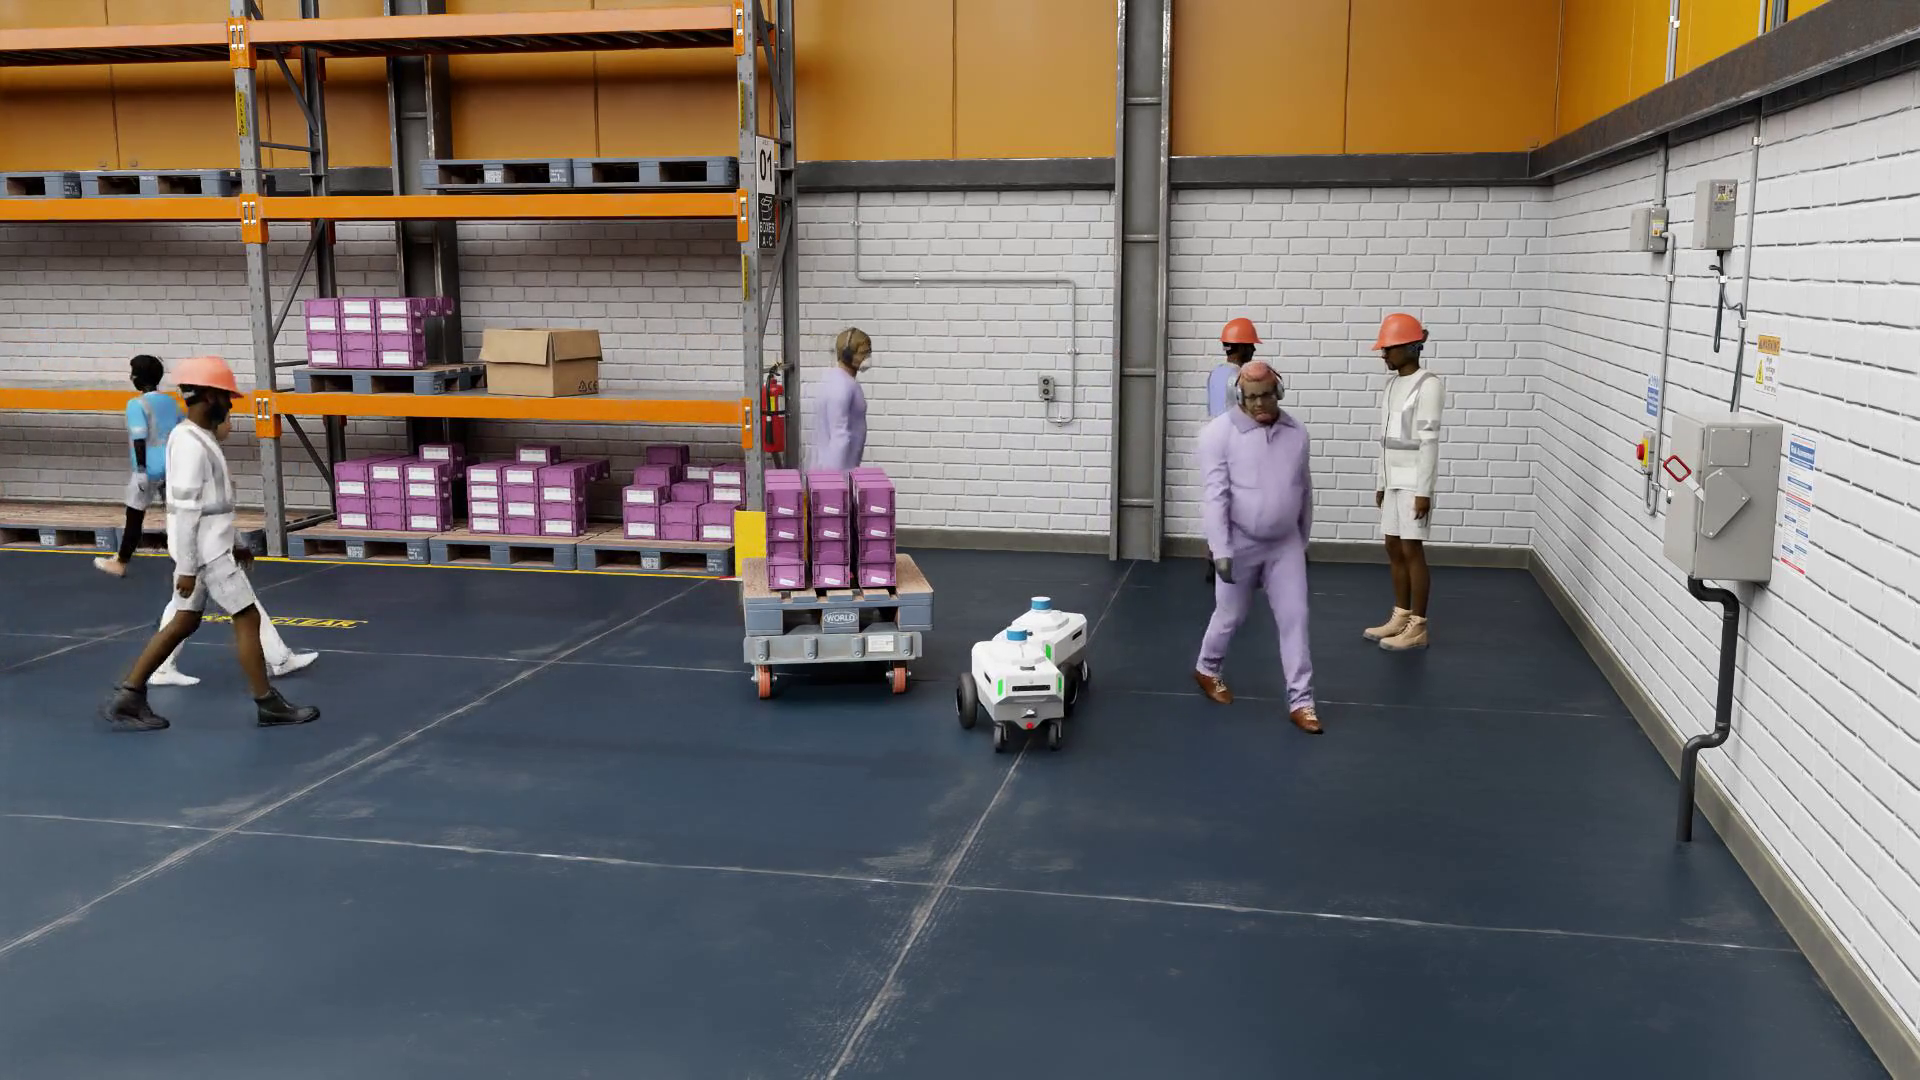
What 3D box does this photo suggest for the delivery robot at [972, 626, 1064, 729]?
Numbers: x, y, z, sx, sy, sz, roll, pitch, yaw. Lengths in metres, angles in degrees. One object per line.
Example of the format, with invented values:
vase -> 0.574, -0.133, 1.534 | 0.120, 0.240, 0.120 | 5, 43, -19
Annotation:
delivery robot -> 0.275, 0.664, 8.094 | 0.477, 0.478, 0.707 | -1, 10, -9

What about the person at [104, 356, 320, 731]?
person -> -3.788, 0.033, 8.230 | 0.964, 1.886, 0.534 | -5, 10, -26

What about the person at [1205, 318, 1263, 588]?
person -> 1.976, -0.620, 11.955 | 0.361, 1.938, 0.546 | -4, 10, -20

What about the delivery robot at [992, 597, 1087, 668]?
delivery robot -> 0.429, 0.544, 8.812 | 0.477, 0.478, 0.707 | 4, 10, 20

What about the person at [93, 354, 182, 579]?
person -> -5.963, -0.523, 12.193 | 0.846, 1.650, 0.554 | 2, 10, 14

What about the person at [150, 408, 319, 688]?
person -> -4.078, 0.017, 9.163 | 0.870, 1.580, 0.532 | -6, 11, -32

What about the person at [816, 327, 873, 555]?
person -> -0.717, -0.416, 10.791 | 0.438, 1.916, 0.651 | 0, 9, -2

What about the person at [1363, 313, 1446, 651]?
person -> 2.674, -0.353, 10.073 | 0.403, 2.030, 0.616 | -2, 10, -12

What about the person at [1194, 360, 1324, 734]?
person -> 1.500, -0.002, 8.495 | 0.662, 1.853, 0.918 | -3, 10, -16
